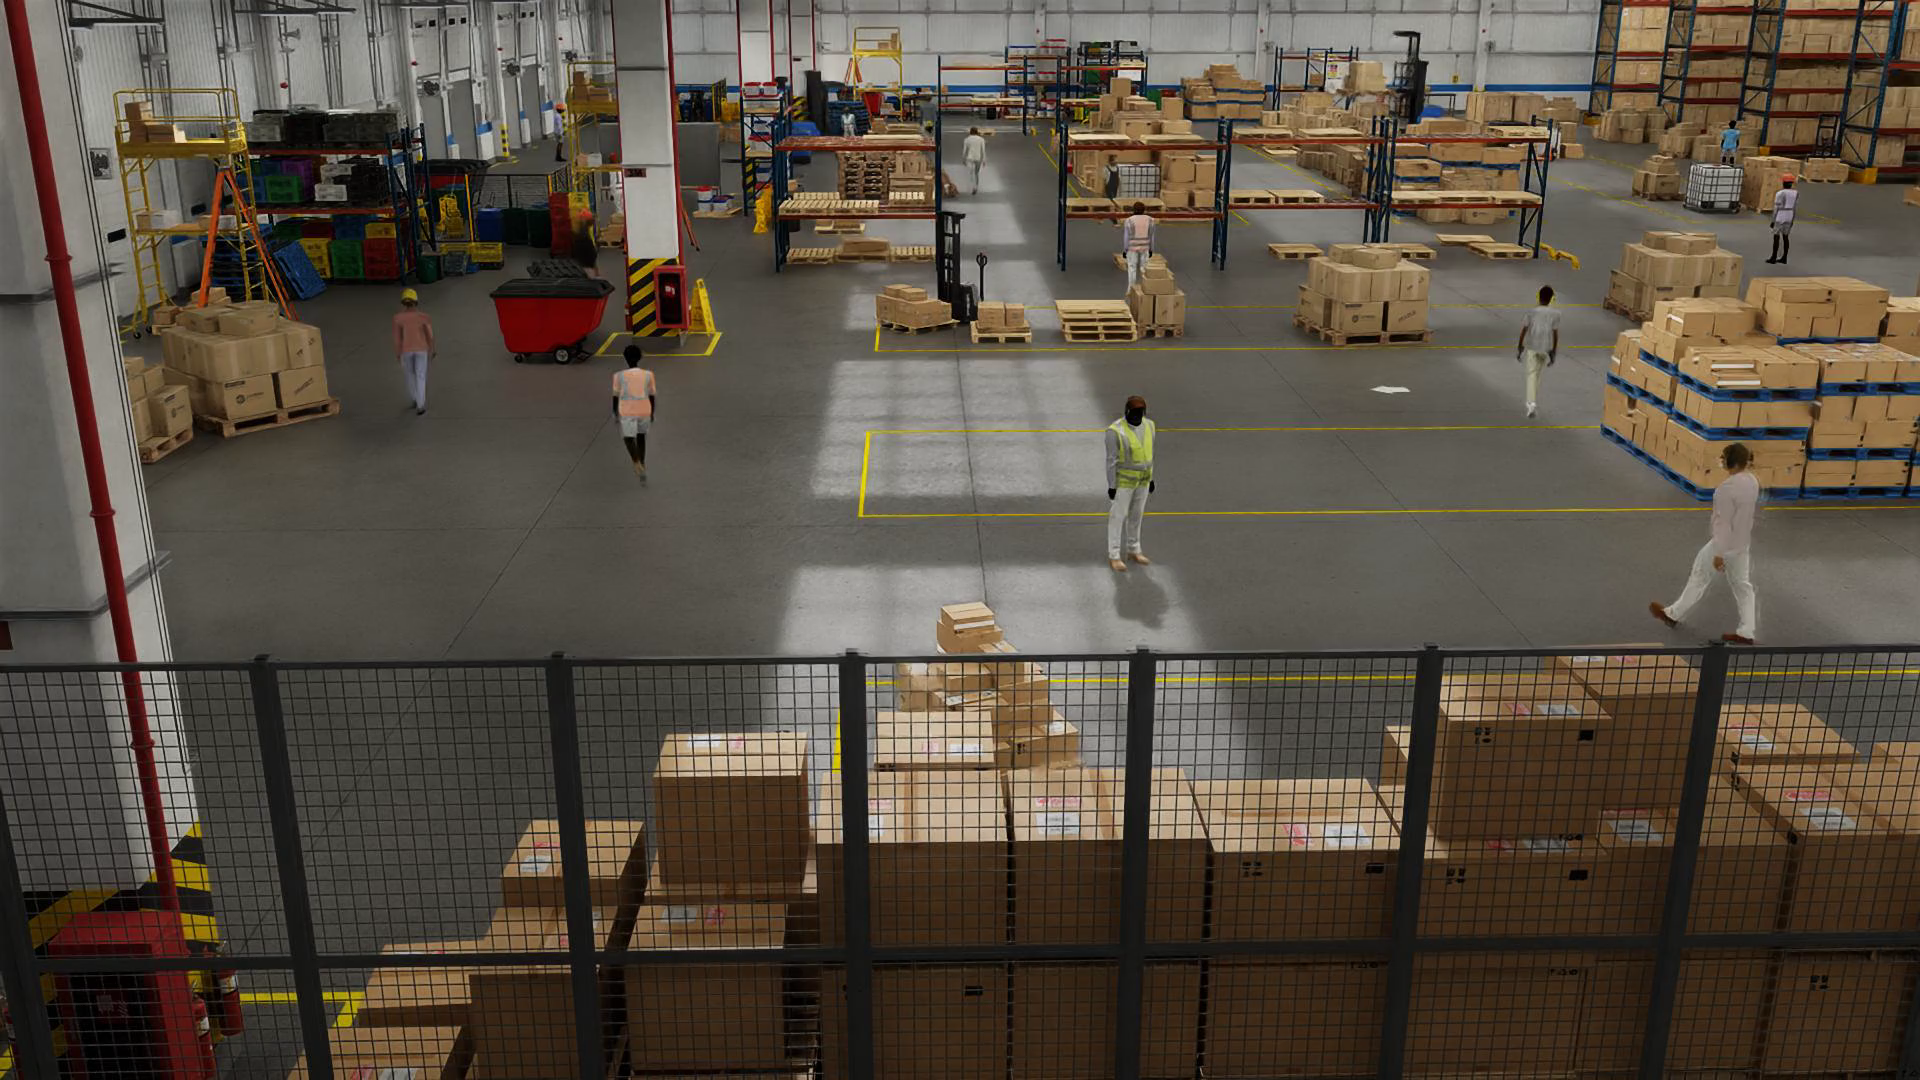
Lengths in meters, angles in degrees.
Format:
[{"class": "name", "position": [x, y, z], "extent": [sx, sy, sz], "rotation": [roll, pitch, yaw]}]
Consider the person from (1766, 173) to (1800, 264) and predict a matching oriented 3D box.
[{"class": "person", "position": [17.768, -6.934, 35.918], "extent": [0.539, 1.929, 0.394], "rotation": [-4, 19, -13]}]

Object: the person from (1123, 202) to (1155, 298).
[{"class": "person", "position": [3.427, -5.594, 32.068], "extent": [0.636, 1.841, 0.429], "rotation": [-5, 19, -14]}]

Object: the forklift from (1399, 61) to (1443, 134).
[{"class": "forklift", "position": [18.167, -17.564, 65.977], "extent": [1.873, 2.768, 1.129], "rotation": [-1, 19, -2]}]

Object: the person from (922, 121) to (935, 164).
[{"class": "person", "position": [-0.984, -12.226, 51.960], "extent": [0.490, 1.705, 0.894], "rotation": [-5, 19, -15]}]

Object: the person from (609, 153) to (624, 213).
[{"class": "person", "position": [-8.350, -8.464, 40.519], "extent": [0.358, 1.881, 0.574], "rotation": [5, 19, 16]}]

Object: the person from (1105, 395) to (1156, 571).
[{"class": "person", "position": [1.787, -0.606, 17.276], "extent": [0.623, 1.841, 0.430], "rotation": [-13, 22, -33]}]

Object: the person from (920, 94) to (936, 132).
[{"class": "person", "position": [-1.182, -15.325, 60.824], "extent": [0.639, 1.917, 0.761], "rotation": [5, 19, 14]}]

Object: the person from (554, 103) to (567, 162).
[{"class": "person", "position": [-13.522, -13.760, 56.168], "extent": [0.431, 1.922, 0.563], "rotation": [-9, 21, -25]}]

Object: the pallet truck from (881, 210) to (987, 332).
[{"class": "pallet truck", "position": [-0.493, -4.759, 29.349], "extent": [1.885, 1.965, 0.823], "rotation": [-13, 23, -34]}]

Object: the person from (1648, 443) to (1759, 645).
[{"class": "person", "position": [7.010, 0.012, 15.363], "extent": [0.658, 1.881, 1.025], "rotation": [-14, 23, -35]}]

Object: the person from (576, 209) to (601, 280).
[{"class": "person", "position": [-6.668, -4.964, 29.990], "extent": [0.521, 1.975, 0.622], "rotation": [-5, 19, -13]}]

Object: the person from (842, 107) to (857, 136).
[{"class": "person", "position": [-3.908, -14.479, 58.745], "extent": [0.604, 1.620, 0.381], "rotation": [6, 19, 16]}]

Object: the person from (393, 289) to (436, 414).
[{"class": "person", "position": [-7.729, -2.700, 23.647], "extent": [0.525, 1.733, 0.831], "rotation": [-2, 19, -5]}]

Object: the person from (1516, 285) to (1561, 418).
[{"class": "person", "position": [8.135, -2.661, 23.420], "extent": [0.530, 1.834, 0.917], "rotation": [3, 19, 8]}]

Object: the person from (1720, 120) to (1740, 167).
[{"class": "person", "position": [24.141, -12.298, 52.184], "extent": [0.533, 1.692, 0.322], "rotation": [8, 20, 23]}]

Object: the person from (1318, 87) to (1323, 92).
[{"class": "person", "position": [14.257, -16.835, 65.330], "extent": [0.512, 1.897, 0.627], "rotation": [11, 21, 29]}]

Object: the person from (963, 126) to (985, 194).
[{"class": "person", "position": [0.409, -10.905, 47.768], "extent": [0.625, 1.904, 0.994], "rotation": [-4, 19, -13]}]

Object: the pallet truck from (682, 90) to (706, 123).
[{"class": "pallet truck", "position": [-9.671, -15.907, 62.421], "extent": [0.823, 1.965, 1.885], "rotation": [5, 19, 15]}]

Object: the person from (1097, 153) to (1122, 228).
[{"class": "person", "position": [3.724, -8.696, 41.317], "extent": [0.528, 1.816, 0.871], "rotation": [-16, 25, -40]}]

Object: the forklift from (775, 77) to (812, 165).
[{"class": "forklift", "position": [-5.917, -13.894, 55.089], "extent": [1.873, 2.768, 1.129], "rotation": [-1, 19, -1]}]

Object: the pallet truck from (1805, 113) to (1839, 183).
[{"class": "pallet truck", "position": [26.403, -11.957, 50.702], "extent": [0.823, 1.965, 1.885], "rotation": [6, 19, 16]}]

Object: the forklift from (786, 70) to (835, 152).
[{"class": "forklift", "position": [-5.176, -15.196, 58.951], "extent": [1.873, 2.768, 1.129], "rotation": [-7, 20, -20]}]

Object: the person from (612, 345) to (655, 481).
[{"class": "person", "position": [-3.957, -1.543, 20.318], "extent": [0.538, 1.676, 0.718], "rotation": [-9, 21, -25]}]
